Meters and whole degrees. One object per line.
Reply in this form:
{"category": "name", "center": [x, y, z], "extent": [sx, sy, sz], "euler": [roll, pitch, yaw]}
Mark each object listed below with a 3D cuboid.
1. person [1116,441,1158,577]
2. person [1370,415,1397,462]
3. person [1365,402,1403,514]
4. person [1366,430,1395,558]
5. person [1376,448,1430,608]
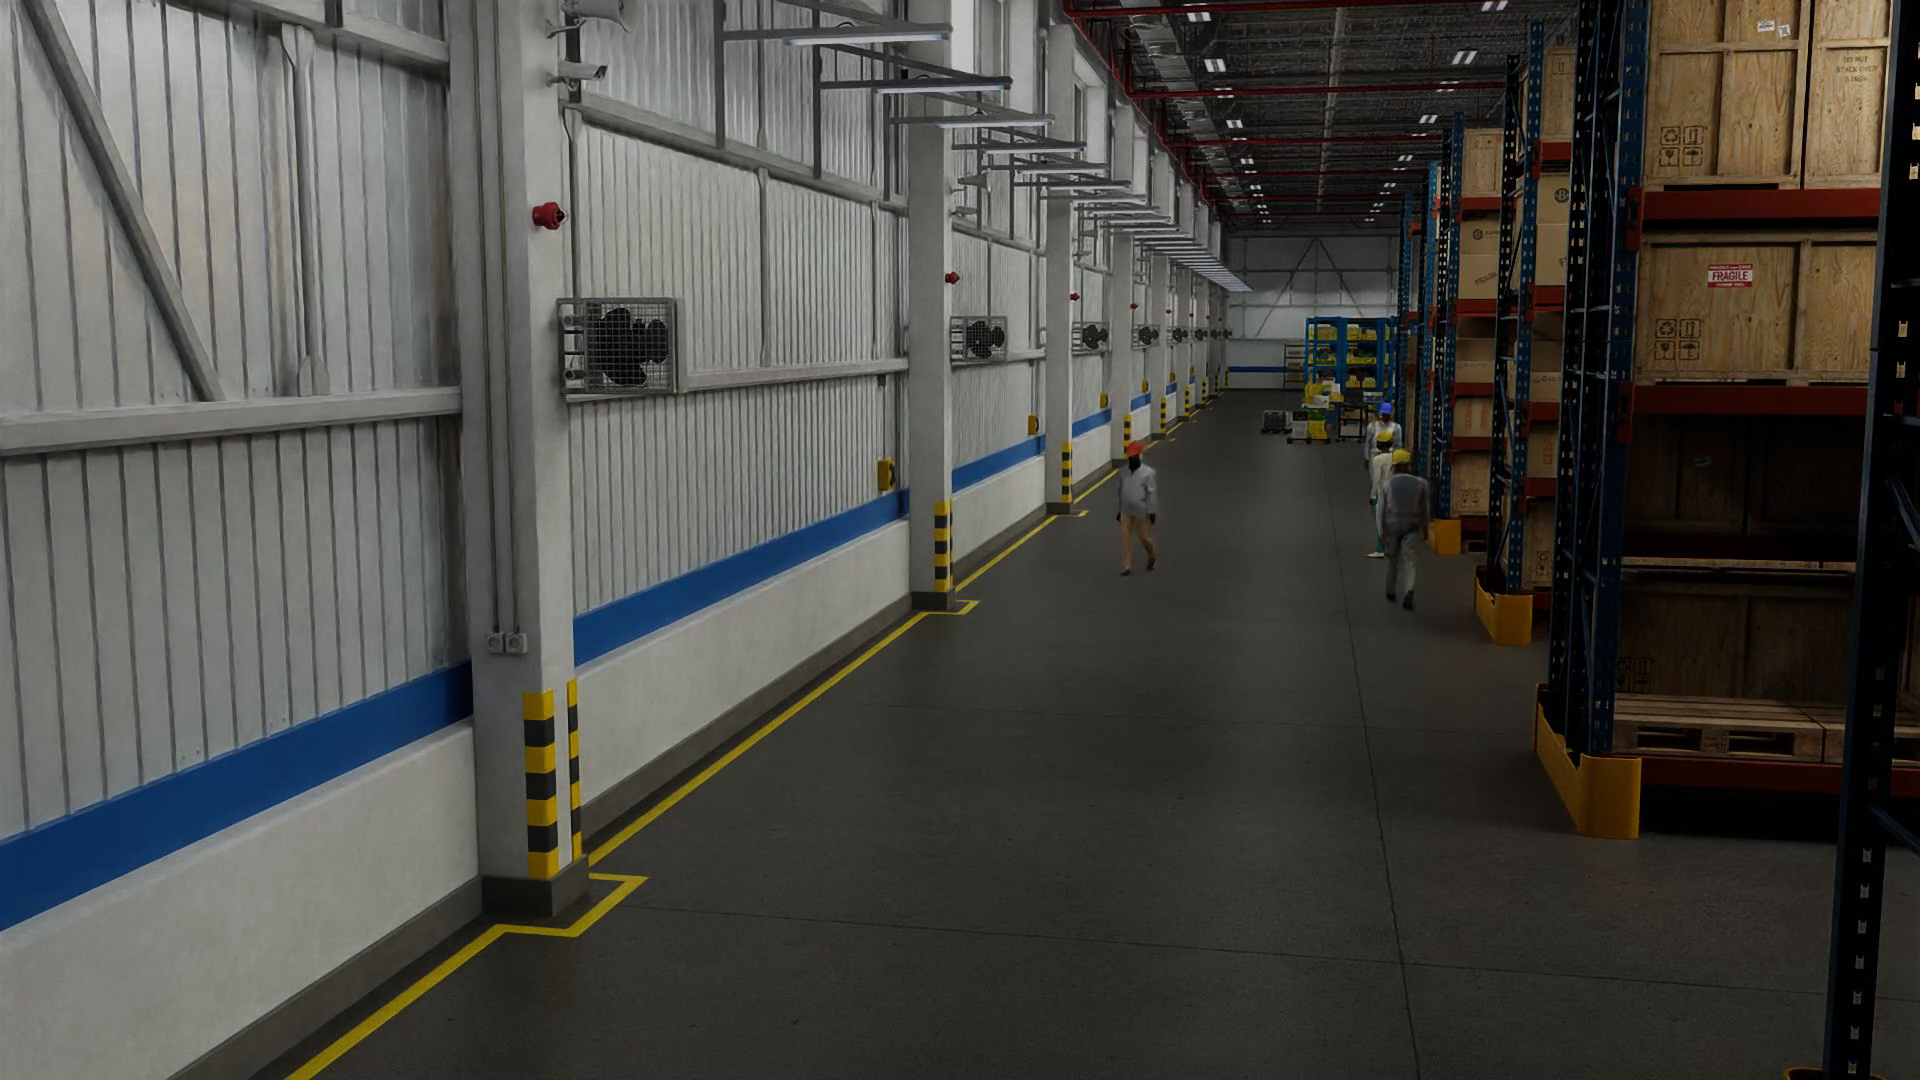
{"category": "person", "center": [2.268, -0.414, 21.265], "extent": [0.569, 1.732, 0.675], "euler": [4, 8, 31]}
{"category": "person", "center": [7.572, -1.455, 29.702], "extent": [0.503, 1.694, 0.883], "euler": [2, 7, 16]}
{"category": "person", "center": [7.172, -1.369, 28.154], "extent": [0.623, 1.924, 0.597], "euler": [2, 7, 14]}
{"category": "person", "center": [5.814, -0.630, 22.849], "extent": [0.526, 1.772, 0.308], "euler": [-7, 10, -43]}
{"category": "person", "center": [5.005, -0.139, 18.795], "extent": [0.591, 1.804, 0.863], "euler": [1, 7, 11]}
